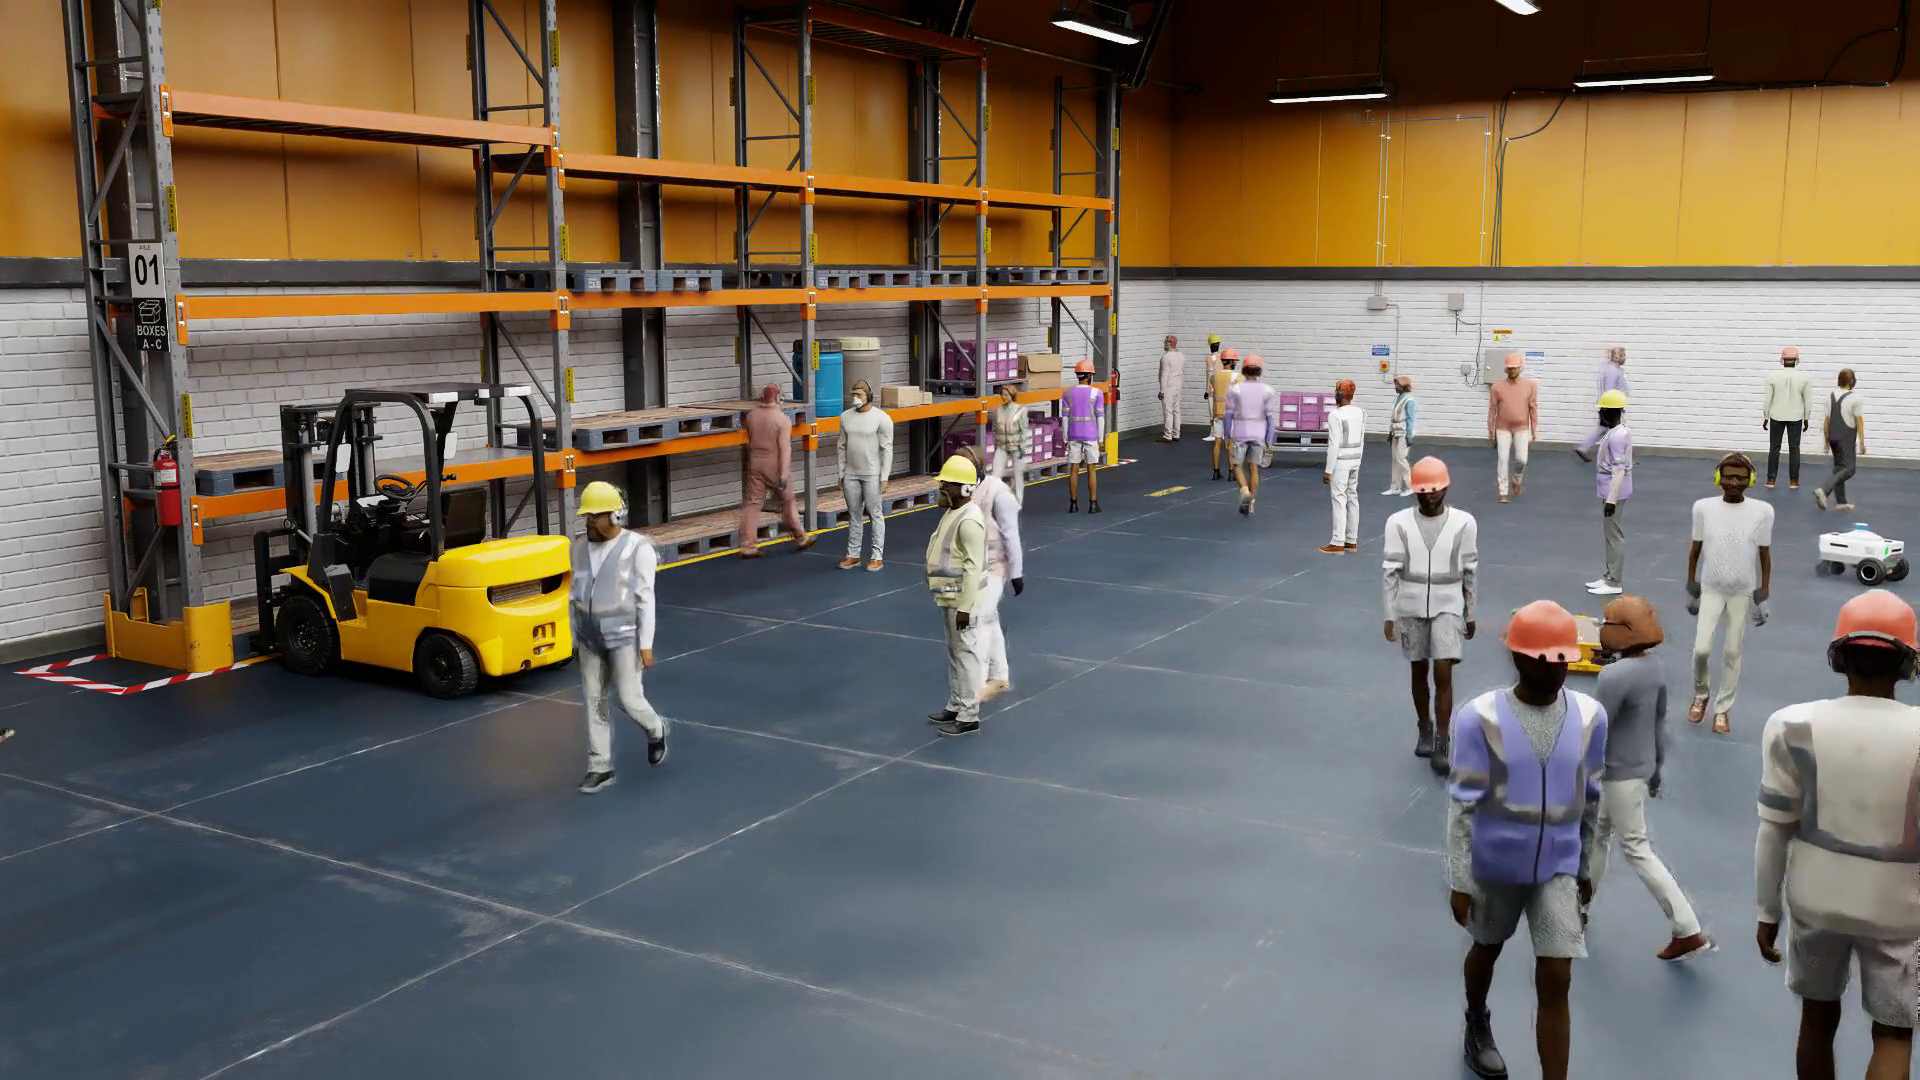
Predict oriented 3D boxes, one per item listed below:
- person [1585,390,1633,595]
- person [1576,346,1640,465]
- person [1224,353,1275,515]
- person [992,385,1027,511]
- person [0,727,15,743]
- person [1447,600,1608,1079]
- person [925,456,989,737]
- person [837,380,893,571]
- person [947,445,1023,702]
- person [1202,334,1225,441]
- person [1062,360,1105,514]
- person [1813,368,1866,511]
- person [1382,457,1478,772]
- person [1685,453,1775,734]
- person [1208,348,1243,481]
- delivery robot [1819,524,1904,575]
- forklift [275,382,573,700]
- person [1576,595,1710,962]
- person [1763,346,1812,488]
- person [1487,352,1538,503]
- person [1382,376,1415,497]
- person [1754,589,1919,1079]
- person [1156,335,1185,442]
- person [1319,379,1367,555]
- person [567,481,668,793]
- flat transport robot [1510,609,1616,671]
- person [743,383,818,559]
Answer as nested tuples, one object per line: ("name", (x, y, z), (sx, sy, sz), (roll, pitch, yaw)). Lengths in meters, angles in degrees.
("person", (6.104, -0.445, 15.607), (0.382, 1.928, 0.587), (4, 10, 21))
("person", (10.269, -2.129, 26.298), (0.927, 1.875, 0.652), (4, 10, 21))
("person", (3.585, -1.292, 20.578), (0.622, 2.028, 0.573), (0, 9, -1))
("person", (0.587, -1.123, 20.830), (0.520, 1.609, 0.753), (4, 10, 26))
("person", (-6.599, 0.410, 10.456), (1.087, 1.880, 0.610), (0, 9, 1))
("person", (1.999, 1.135, 5.874), (0.563, 1.884, 1.022), (0, 9, 1))
("person", (-0.023, 0.362, 10.855), (0.403, 1.837, 0.587), (-2, 9, -11))
("person", (-0.975, -0.652, 16.864), (0.627, 1.941, 0.370), (5, 10, 28))
("person", (0.075, 0.238, 11.712), (0.755, 1.807, 0.651), (-7, 12, -38))
("person", (4.584, -2.735, 29.920), (0.383, 1.921, 0.585), (8, 12, 42))
("person", (1.551, -1.294, 20.892), (0.543, 1.932, 0.376), (3, 10, 18))
("person", (11.061, -1.246, 20.910), (0.714, 1.829, 0.538), (-3, 10, -20))
("person", (2.838, 0.445, 10.112), (0.562, 1.898, 0.830), (3, 10, 19))
("person", (5.020, 0.354, 10.857), (0.505, 1.854, 0.406), (4, 10, 25))
("person", (3.872, -1.818, 24.154), (0.547, 1.934, 0.375), (7, 12, 38))
("delivery robot", (8.820, 0.083, 16.292), (0.477, 0.478, 0.707), (-6, 11, -33))
("forklift", (-3.974, -0.067, 12.417), (2.313, 2.155, 1.214), (5, 11, 30))
("person", (2.985, 1.039, 7.375), (0.814, 1.604, 0.504), (8, 12, 43))
("person", (11.597, -1.718, 23.335), (0.608, 1.996, 0.375), (4, 10, 23))
("person", (7.262, -1.478, 21.893), (0.644, 1.977, 0.473), (3, 9, 16))
("person", (5.960, -1.400, 22.480), (0.327, 1.638, 0.527), (-1, 9, -7))
("person", (2.799, 1.175, 5.224), (0.612, 2.024, 0.790), (6, 11, 34))
("person", (3.743, -2.699, 29.723), (0.408, 1.913, 0.644), (7, 12, 38))
("person", (4.112, -0.783, 17.860), (0.576, 1.882, 0.354), (-8, 12, -42))
("person", (-2.024, 0.549, 9.737), (0.607, 1.818, 0.611), (4, 10, 22))
("flat transport robot", (4.735, 0.783, 13.098), (0.652, 0.197, 1.431), (2, 9, 13))
("person", (-1.959, -0.745, 17.704), (0.653, 1.850, 1.026), (6, 11, 33))
